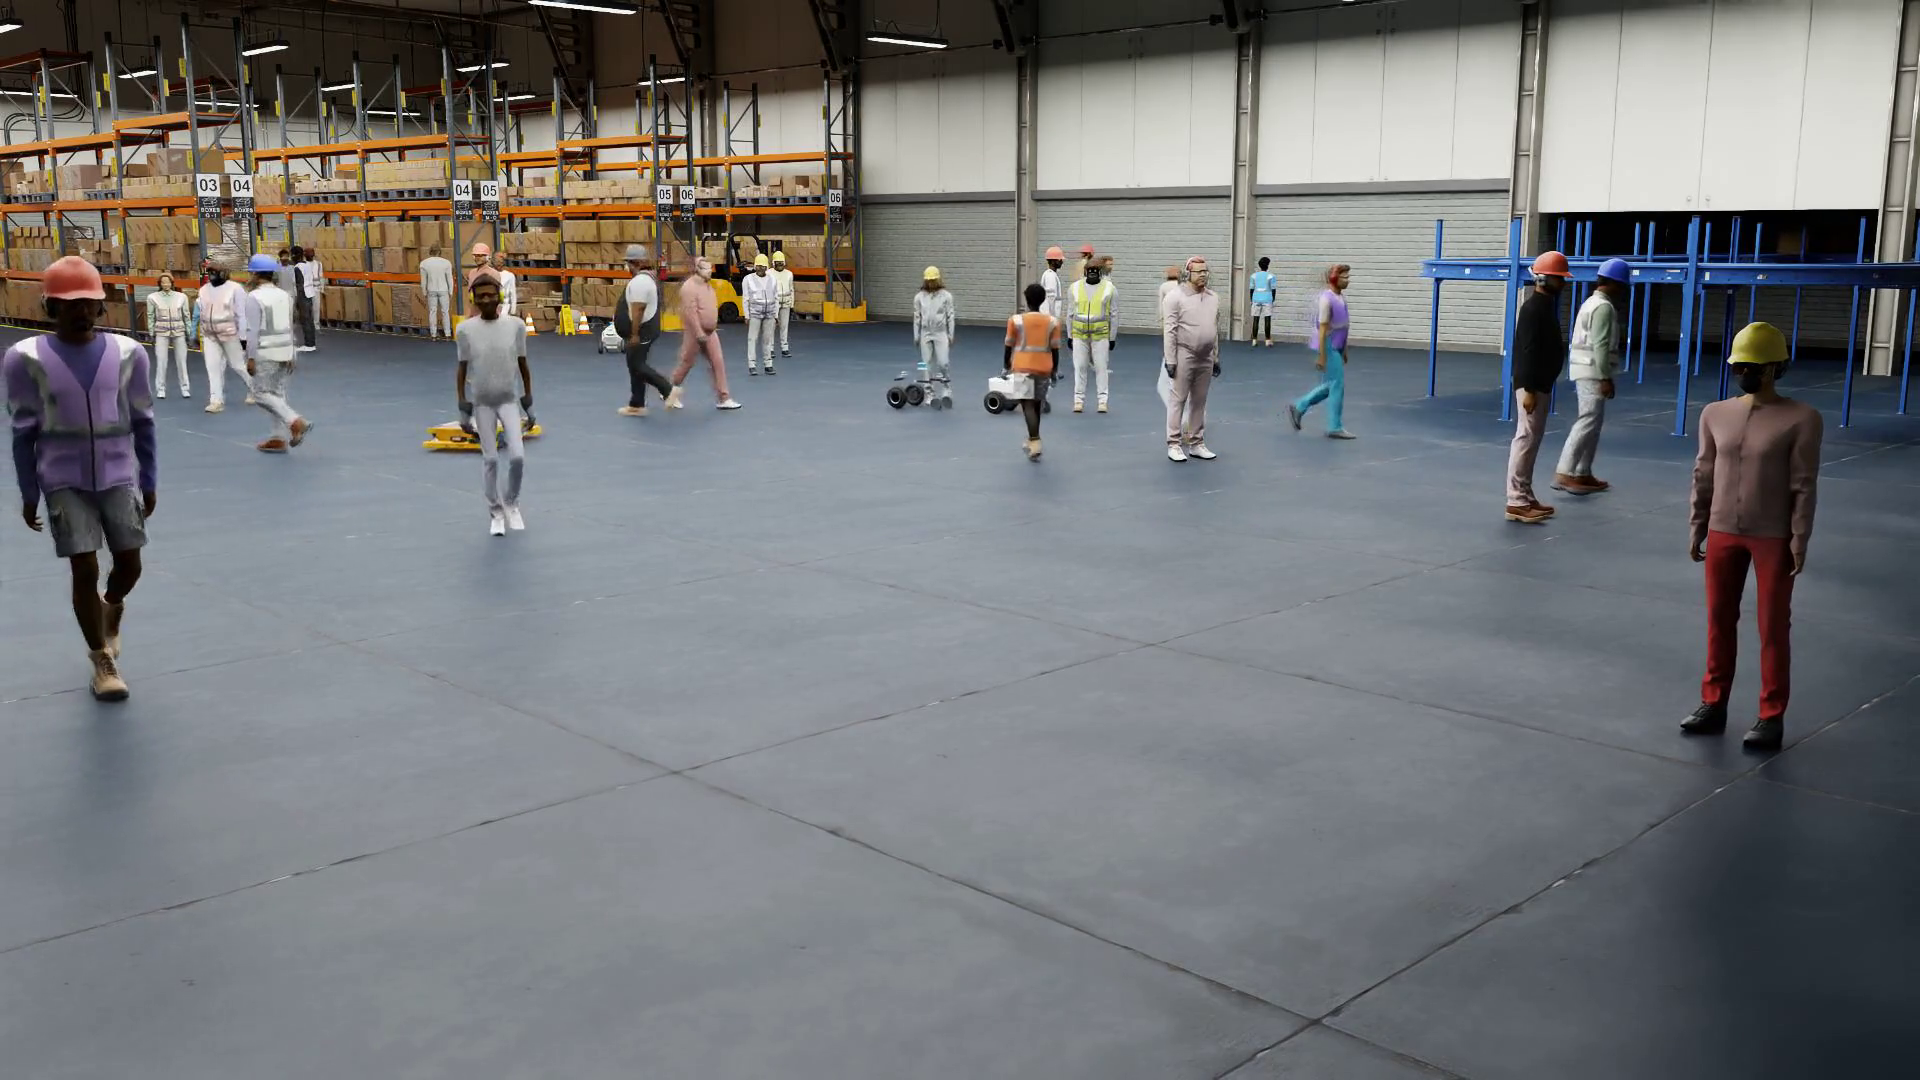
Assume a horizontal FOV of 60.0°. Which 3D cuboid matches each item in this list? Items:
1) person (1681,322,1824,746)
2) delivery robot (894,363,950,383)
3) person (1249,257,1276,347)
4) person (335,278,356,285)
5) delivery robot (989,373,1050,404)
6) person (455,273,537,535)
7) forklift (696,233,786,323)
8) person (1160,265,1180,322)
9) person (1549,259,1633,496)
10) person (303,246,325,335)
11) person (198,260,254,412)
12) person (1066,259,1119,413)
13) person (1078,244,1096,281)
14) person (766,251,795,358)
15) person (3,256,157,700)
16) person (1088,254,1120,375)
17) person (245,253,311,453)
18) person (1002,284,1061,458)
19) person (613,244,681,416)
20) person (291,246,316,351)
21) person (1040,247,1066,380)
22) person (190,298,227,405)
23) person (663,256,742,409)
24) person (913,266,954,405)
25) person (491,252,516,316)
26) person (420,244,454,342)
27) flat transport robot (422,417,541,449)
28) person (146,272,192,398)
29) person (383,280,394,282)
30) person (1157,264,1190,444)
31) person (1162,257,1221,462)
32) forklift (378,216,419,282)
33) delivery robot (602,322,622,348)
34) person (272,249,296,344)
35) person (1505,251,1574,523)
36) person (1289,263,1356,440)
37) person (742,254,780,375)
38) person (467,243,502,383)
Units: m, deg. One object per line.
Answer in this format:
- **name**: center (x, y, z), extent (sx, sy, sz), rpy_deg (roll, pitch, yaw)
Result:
- **person**: center (3.293, -0.026, 6.950), extent (0.337, 1.757, 0.518), rpy_deg (-9, 13, -39)
- **delivery robot**: center (-0.474, -2.072, 20.532), extent (0.698, 0.223, 0.335), rpy_deg (6, 12, 29)
- **person**: center (5.786, -4.554, 31.795), extent (0.536, 1.696, 0.321), rpy_deg (6, 12, 28)
- **person**: center (-15.408, -6.498, 41.745), extent (0.547, 1.937, 0.379), rpy_deg (-9, 14, -41)
- **delivery robot**: center (0.715, -1.834, 19.946), extent (0.707, 0.478, 0.477), rpy_deg (5, 11, 24)
- **person**: center (-3.262, -0.947, 11.722), extent (0.554, 1.846, 0.473), rpy_deg (-4, 11, -20)
- **forklift**: center (-5.496, -6.489, 41.108), extent (2.313, 2.155, 1.214), rpy_deg (-10, 14, -44)
- **person**: center (3.535, -3.688, 27.263), extent (0.531, 1.614, 0.454), rpy_deg (5, 11, 25)
- **person**: center (5.150, -1.325, 13.605), extent (0.589, 1.917, 0.821), rpy_deg (3, 11, 14)
- **person**: center (-13.812, -5.306, 35.388), extent (0.337, 1.882, 0.583), rpy_deg (10, 14, 43)
- **person**: center (-8.901, -2.483, 20.188), extent (0.631, 1.814, 0.817), rpy_deg (2, 11, 9)
- **person**: center (1.581, -2.451, 19.974), extent (0.619, 1.836, 0.430), rpy_deg (3, 11, 14)
- **person**: center (2.670, -5.181, 34.597), extent (0.447, 1.921, 0.581), rpy_deg (-3, 11, -16)
- **person**: center (-3.155, -4.107, 28.985), extent (0.588, 1.835, 0.403), rpy_deg (-5, 12, -27)
- **person**: center (-4.055, -0.296, 7.714), extent (0.606, 2.026, 0.632), rpy_deg (-8, 13, -38)
- **person**: center (2.195, -3.404, 25.195), extent (0.402, 1.829, 0.538), rpy_deg (5, 12, 26)
- **person**: center (-6.621, -1.798, 16.118), extent (0.586, 1.934, 0.621), rpy_deg (2, 11, 13)
- **person**: center (0.701, -1.622, 15.925), extent (0.536, 1.655, 0.853), rpy_deg (-3, 11, -18)
- **person**: center (-3.694, -2.446, 19.484), extent (0.710, 2.000, 0.692), rpy_deg (-1, 10, -5)
- **person**: center (-12.069, -4.440, 30.584), extent (0.391, 1.915, 0.587), rpy_deg (-1, 10, -5)
- **person**: center (1.369, -3.348, 24.565), extent (0.375, 1.939, 0.546), rpy_deg (0, 10, -1)
- **person**: center (-9.446, -2.538, 21.103), extent (0.572, 1.593, 0.815), rpy_deg (-4, 11, -22)
- **person**: center (-3.206, -2.531, 20.340), extent (1.013, 1.863, 0.630), rpy_deg (5, 12, 27)
- **person**: center (-0.330, -2.549, 20.771), extent (0.497, 1.728, 0.411), rpy_deg (2, 11, 9)
- **person**: center (-7.622, -3.836, 27.503), extent (0.583, 1.846, 0.949), rpy_deg (0, 10, 0)
- **person**: center (-10.477, -4.956, 33.385), extent (0.638, 1.939, 0.423), rpy_deg (-2, 11, -11)
- **flat transport robot**: center (-4.881, -1.110, 17.024), extent (0.652, 0.197, 1.431), rpy_deg (2, 11, 8)
- **person**: center (-10.291, -2.664, 21.675), extent (0.519, 1.630, 0.317), rpy_deg (-7, 12, -33)
- **person**: center (-17.579, -8.212, 51.207), extent (0.670, 1.890, 0.457), rpy_deg (5, 11, 24)
- **person**: center (2.288, -1.882, 16.884), extent (0.646, 1.826, 0.436), rpy_deg (-8, 13, -37)
- **person**: center (2.210, -1.707, 15.700), extent (0.639, 1.910, 0.407), rpy_deg (-7, 12, -32)
- **forklift**: center (-17.868, -9.201, 54.028), extent (1.873, 2.768, 1.129), rpy_deg (-10, 14, -44)
- **delivery robot**: center (-6.304, -3.717, 30.212), extent (0.477, 0.478, 0.707), rpy_deg (-1, 10, -6)
- **person**: center (-12.910, -4.665, 32.031), extent (0.516, 1.825, 0.960), rpy_deg (-9, 14, -41)
- **person**: center (4.321, -1.145, 12.404), extent (0.398, 1.989, 0.621), rpy_deg (6, 12, 29)
- **person**: center (3.845, -1.995, 17.513), extent (0.713, 1.828, 0.577), rpy_deg (5, 12, 27)
- **person**: center (-3.021, -3.440, 25.367), extent (0.591, 1.828, 0.404), rpy_deg (-5, 12, -27)
- **person**: center (-6.784, -3.221, 23.711), extent (0.616, 1.997, 0.373), rpy_deg (6, 12, 29)
